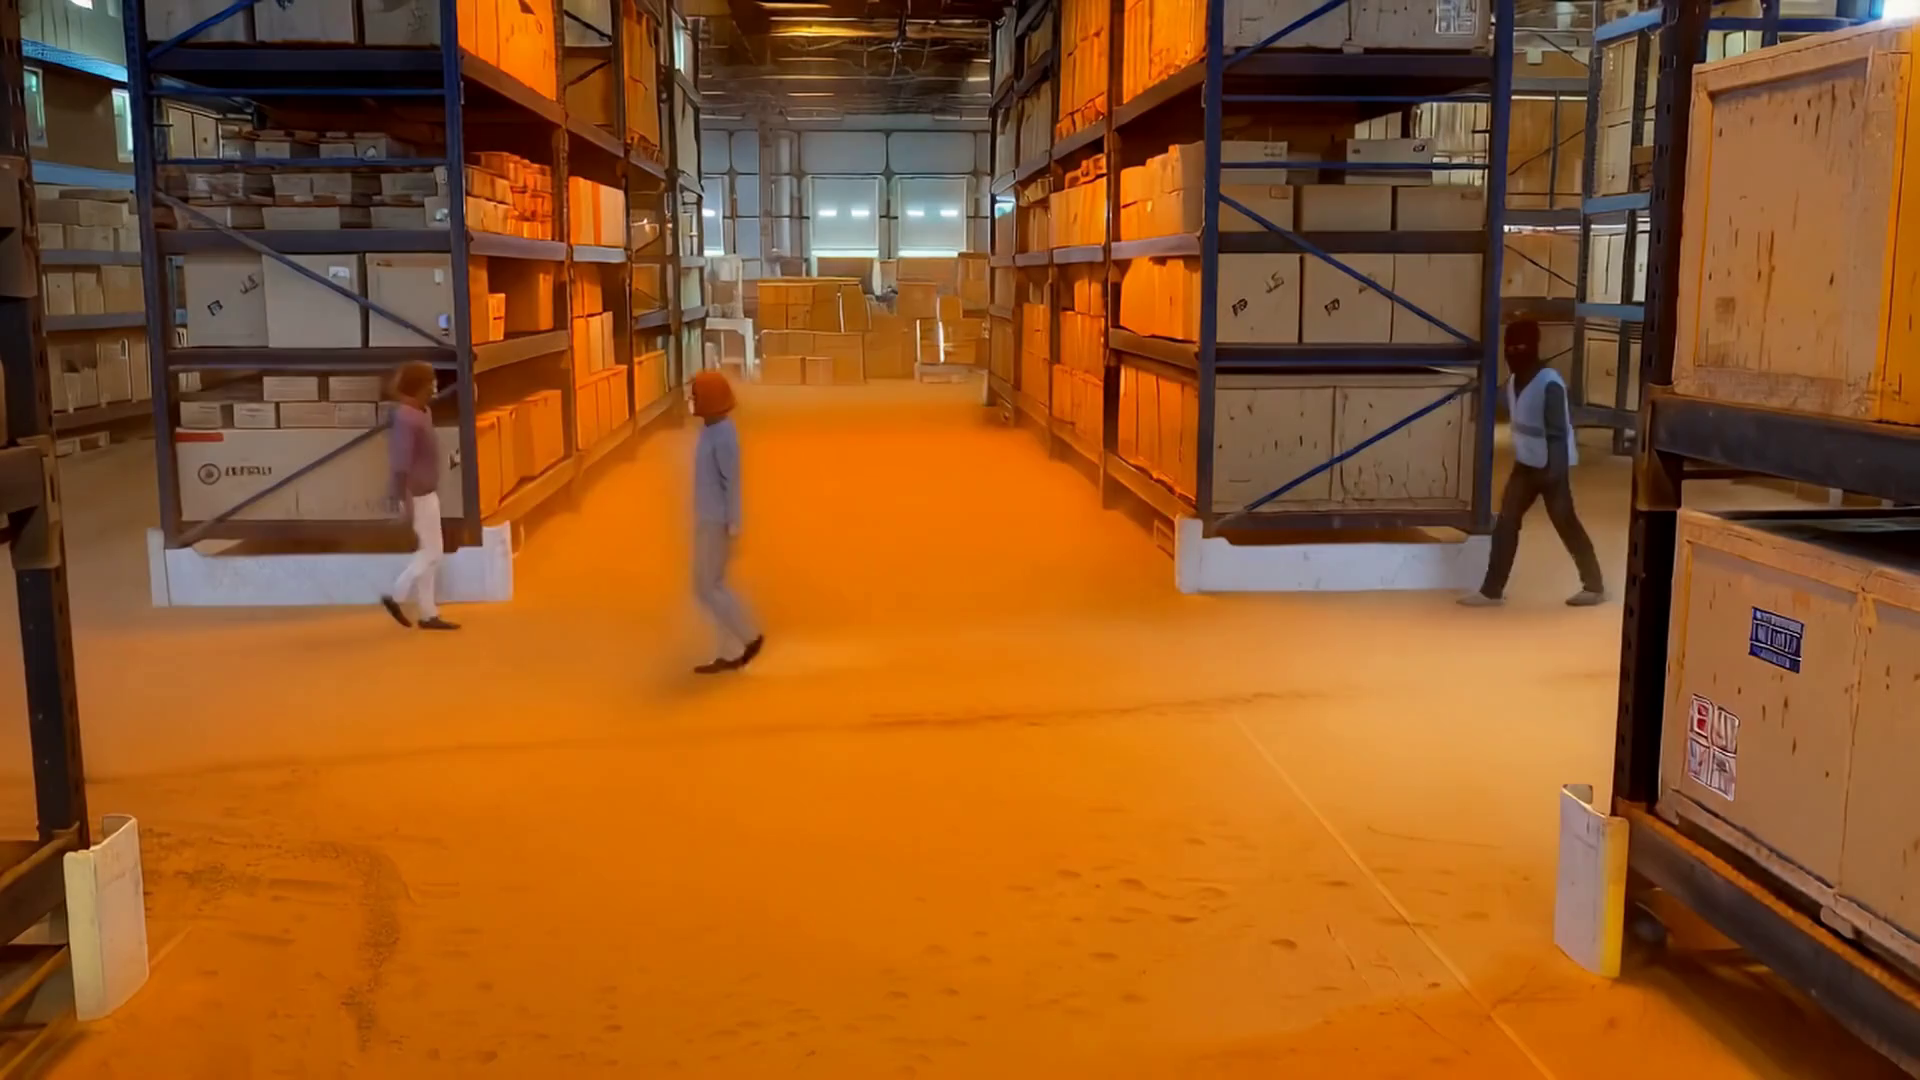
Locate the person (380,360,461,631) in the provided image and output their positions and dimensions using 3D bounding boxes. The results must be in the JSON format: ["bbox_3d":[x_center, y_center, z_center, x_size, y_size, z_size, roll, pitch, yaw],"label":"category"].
[{"bbox_3d":[-3.162,-0.246,9.784,0.361,1.621,0.517,0,9,0],"label":"person"}]

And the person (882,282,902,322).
[{"bbox_3d":[-1.514,-4.545,35.697,0.625,1.973,0.630,6,11,32],"label":"person"}]

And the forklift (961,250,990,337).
[{"bbox_3d":[0.518,-6.911,47.725,1.129,2.768,1.873,2,9,10],"label":"forklift"}]

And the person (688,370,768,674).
[{"bbox_3d":[-1.289,-0.078,8.749,0.353,1.622,0.510,-3,10,-19],"label":"person"}]

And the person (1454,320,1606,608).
[{"bbox_3d":[3.704,-0.468,10.535,0.971,1.850,0.631,-2,9,-10],"label":"person"}]

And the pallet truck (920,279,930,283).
[{"bbox_3d":[-0.932,-8.922,63.114,1.885,1.965,0.823,2,9,13],"label":"pallet truck"}]

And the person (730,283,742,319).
[{"bbox_3d":[-7.263,-7.401,53.959,0.984,1.889,0.650,-4,10,-25],"label":"person"}]

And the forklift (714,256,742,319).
[{"bbox_3d":[-8.560,-9.153,61.804,1.129,2.768,1.873,-1,9,-4],"label":"forklift"}]
